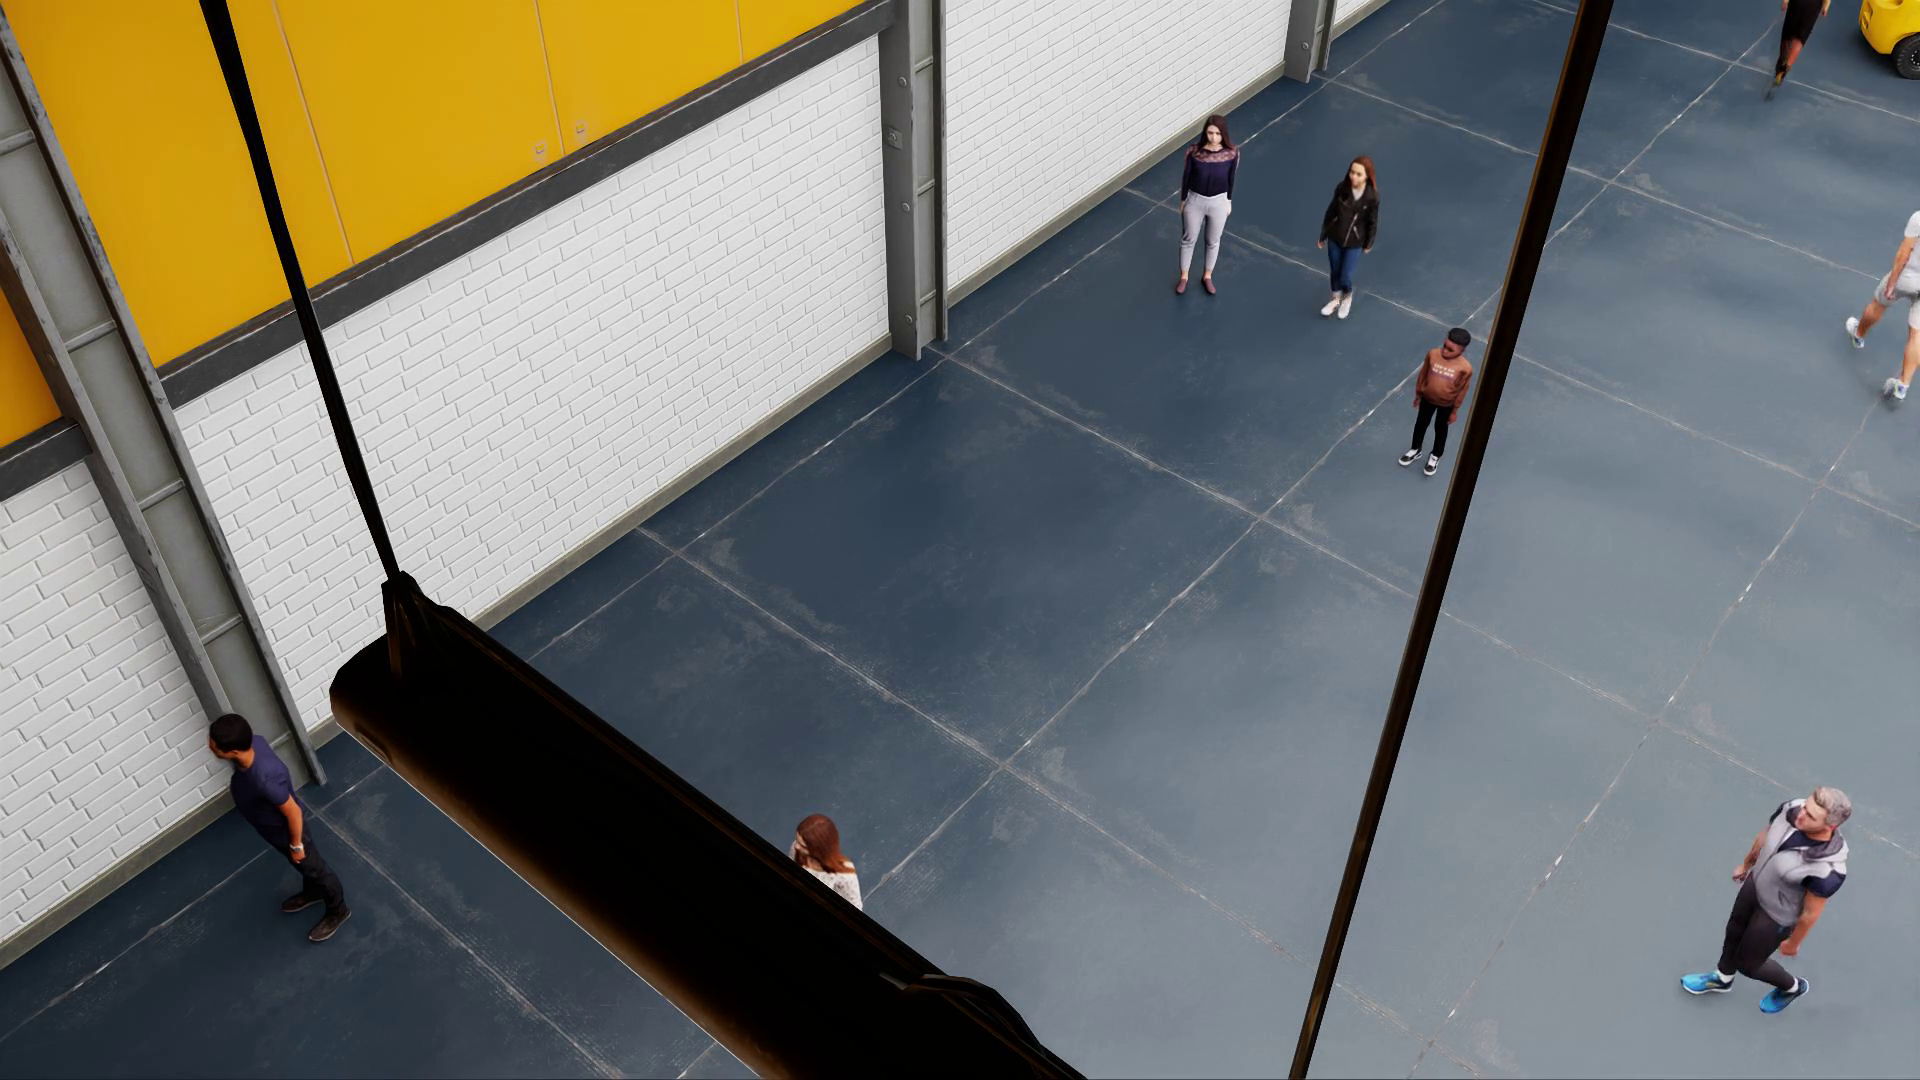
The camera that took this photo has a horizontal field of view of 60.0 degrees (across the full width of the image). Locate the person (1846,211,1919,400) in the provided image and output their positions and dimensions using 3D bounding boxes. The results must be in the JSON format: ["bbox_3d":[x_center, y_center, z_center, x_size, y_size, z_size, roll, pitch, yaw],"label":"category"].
[{"bbox_3d":[7.357,-1.931,12.693,1.144,1.806,1.360,5,44,5],"label":"person"}]

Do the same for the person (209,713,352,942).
[{"bbox_3d":[-3.696,1.530,9.071,0.547,1.790,0.652,-34,53,-30],"label":"person"}]

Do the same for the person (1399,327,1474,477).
[{"bbox_3d":[3.513,-1.043,12.161,0.527,1.254,0.461,28,50,26],"label":"person"}]

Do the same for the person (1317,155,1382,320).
[{"bbox_3d":[3.174,-2.485,13.517,0.559,1.473,0.524,28,50,27],"label":"person"}]

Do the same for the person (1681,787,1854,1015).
[{"bbox_3d":[4.342,1.881,8.684,0.990,1.817,0.934,0,44,0],"label":"person"}]

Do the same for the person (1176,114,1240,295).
[{"bbox_3d":[2.026,-2.757,13.703,0.685,1.608,0.724,1,44,1],"label":"person"}]

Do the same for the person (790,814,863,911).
[{"bbox_3d":[-0.699,1.963,8.662,0.589,1.728,0.524,25,49,24],"label":"person"}]

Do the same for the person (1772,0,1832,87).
[{"bbox_3d":[8.240,-5.199,16.249,0.662,1.632,0.975,23,48,22],"label":"person"}]
